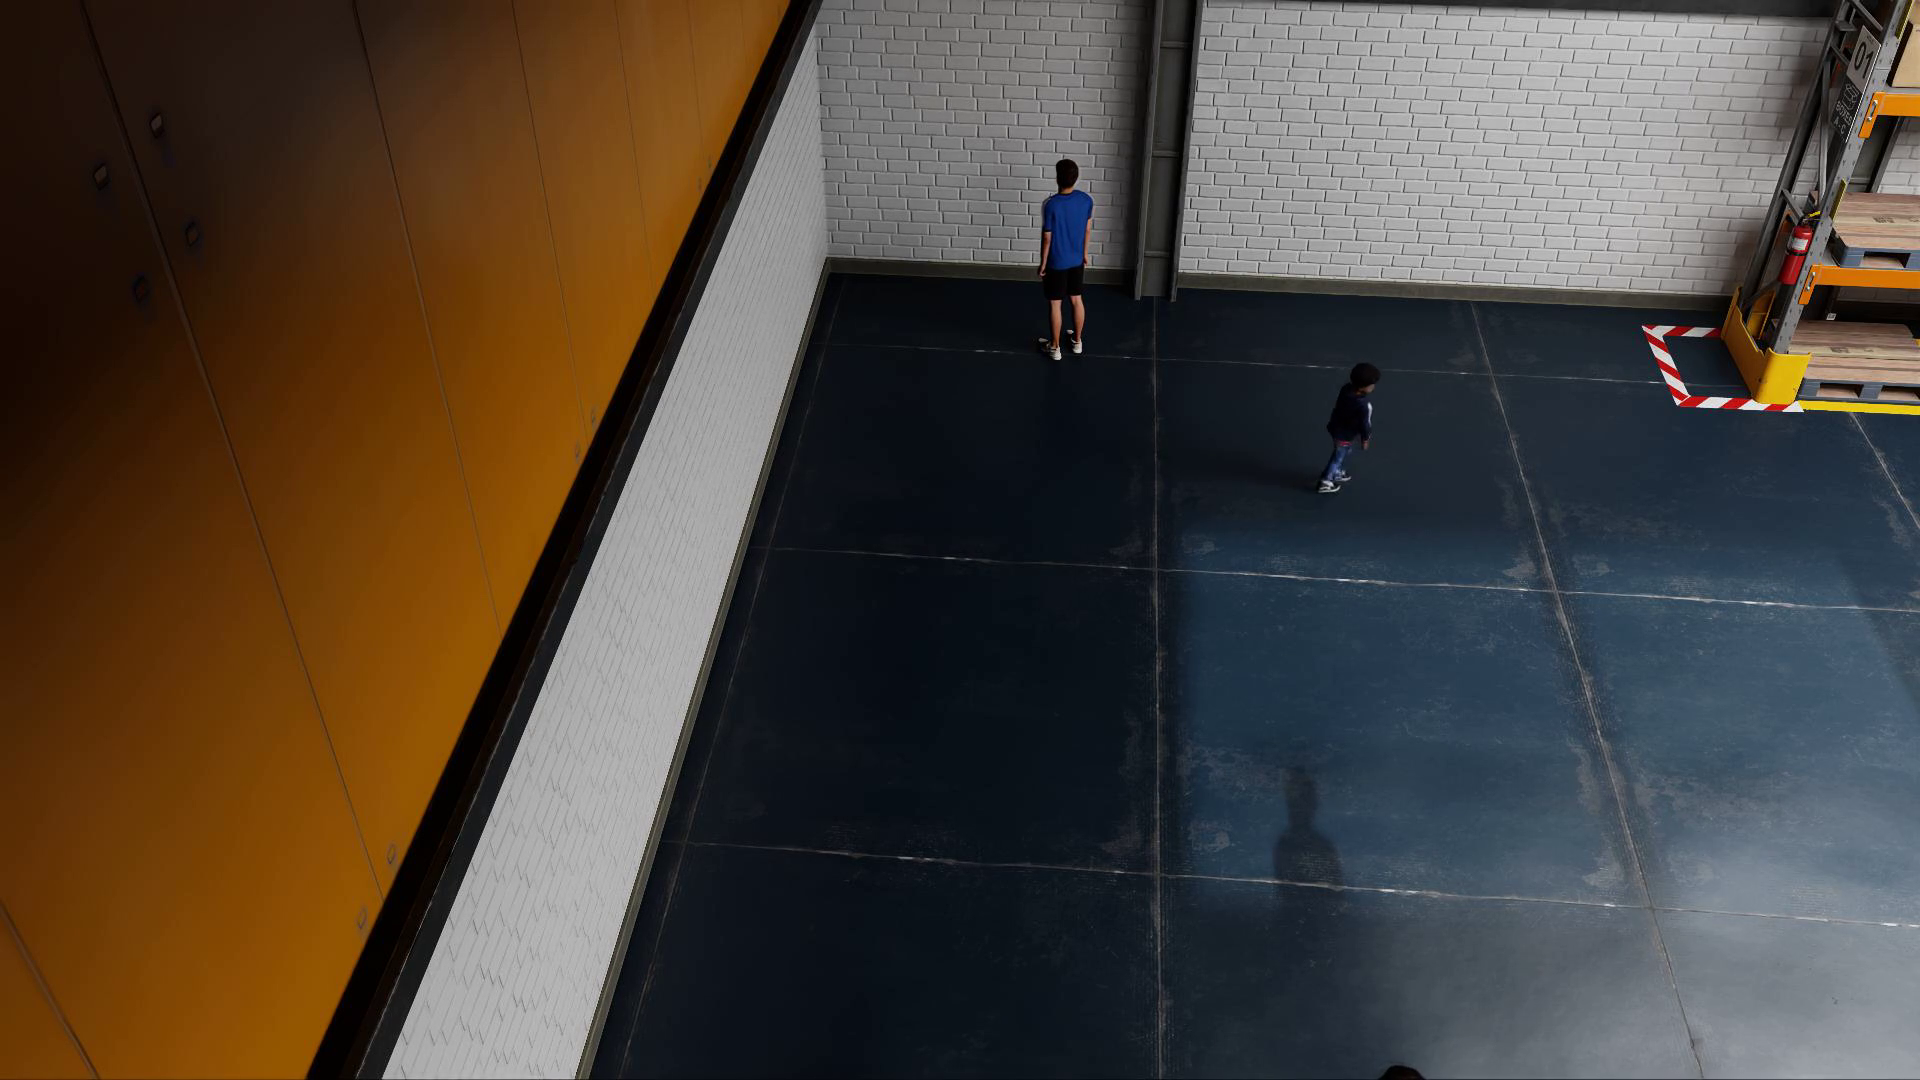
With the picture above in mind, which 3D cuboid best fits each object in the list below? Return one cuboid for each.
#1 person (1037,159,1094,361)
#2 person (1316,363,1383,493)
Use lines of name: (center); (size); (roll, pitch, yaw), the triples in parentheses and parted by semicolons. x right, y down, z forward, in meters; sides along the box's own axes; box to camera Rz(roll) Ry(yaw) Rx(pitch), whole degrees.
person: (0.913, -2.471, 14.591); (0.695, 1.865, 0.804); (-17, 42, -20)
person: (3.003, -0.878, 13.134); (0.656, 1.195, 0.613); (-15, 41, -18)
